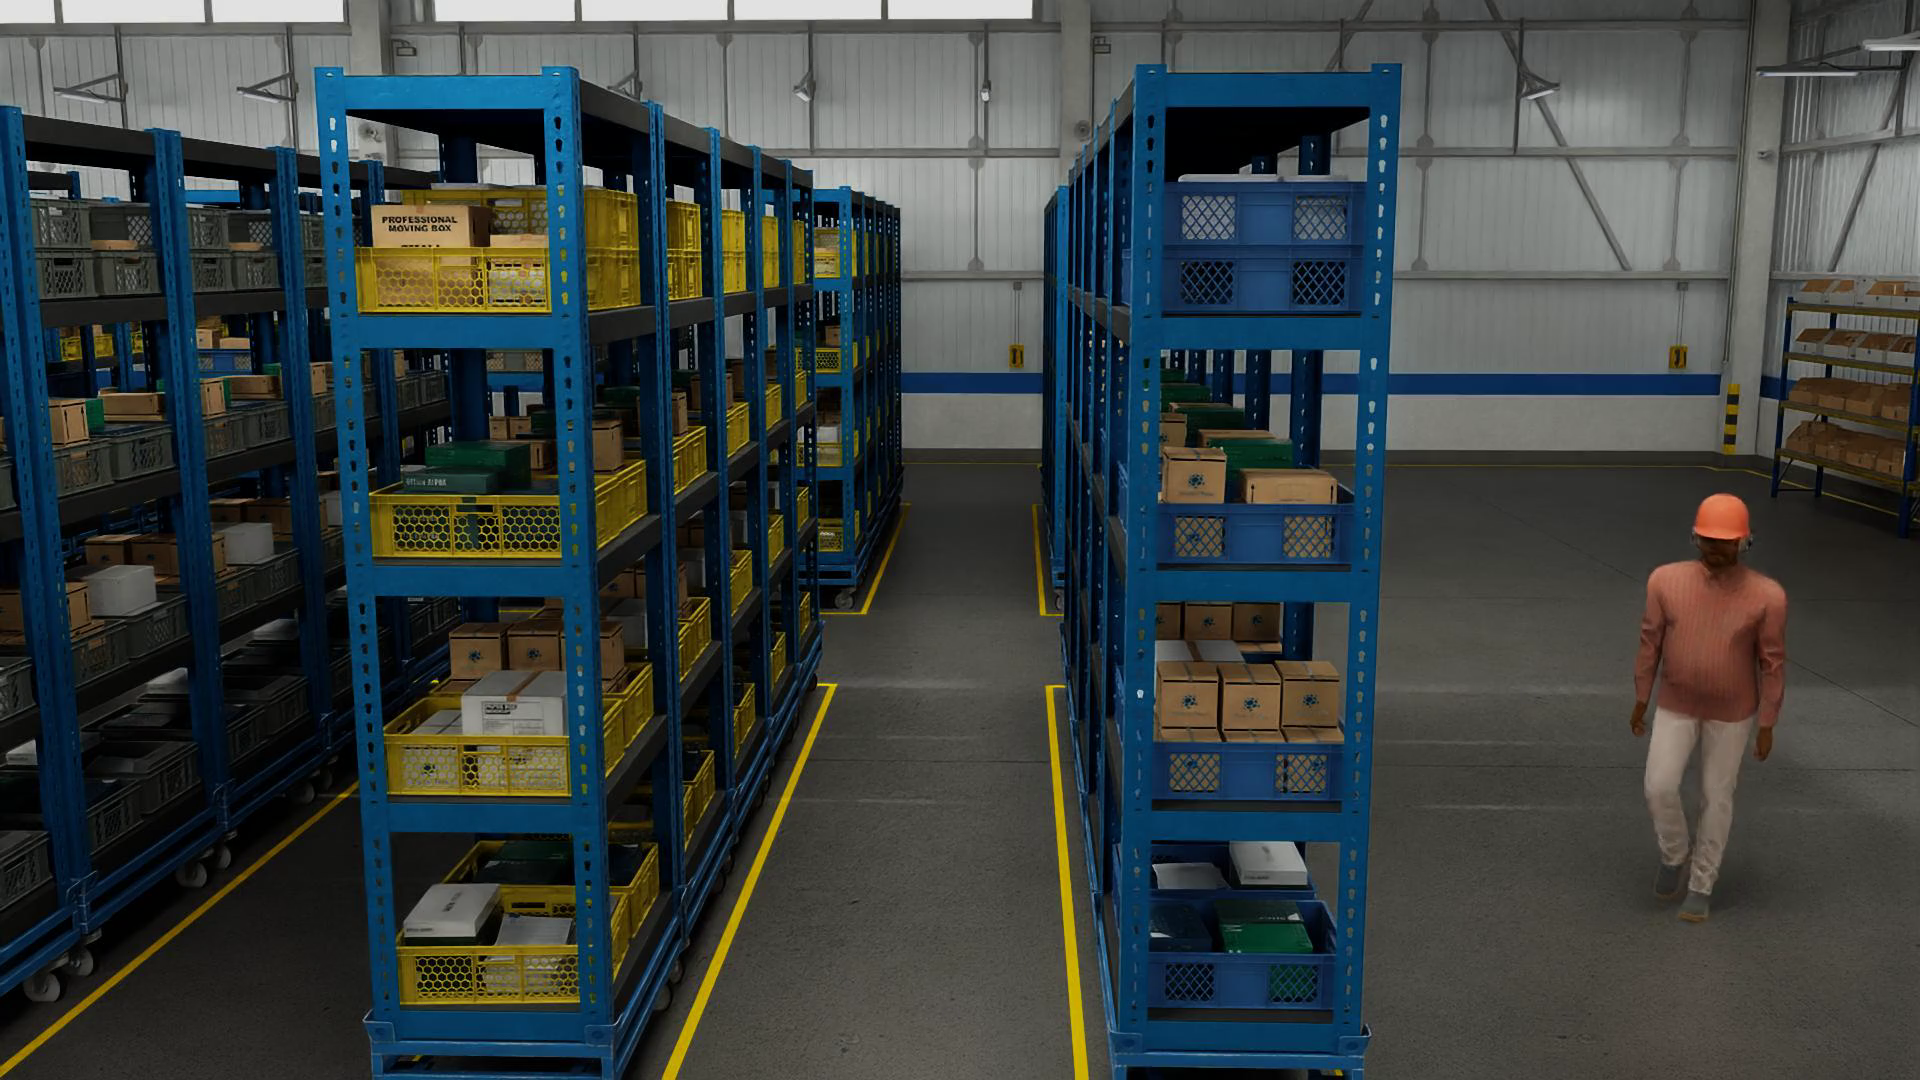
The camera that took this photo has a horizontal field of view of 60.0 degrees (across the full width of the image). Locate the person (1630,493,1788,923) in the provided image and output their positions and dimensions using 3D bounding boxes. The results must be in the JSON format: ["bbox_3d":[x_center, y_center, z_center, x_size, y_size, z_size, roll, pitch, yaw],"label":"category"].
[{"bbox_3d":[3.388,0.765,7.564,0.647,1.979,0.437,6,11,32],"label":"person"}]
